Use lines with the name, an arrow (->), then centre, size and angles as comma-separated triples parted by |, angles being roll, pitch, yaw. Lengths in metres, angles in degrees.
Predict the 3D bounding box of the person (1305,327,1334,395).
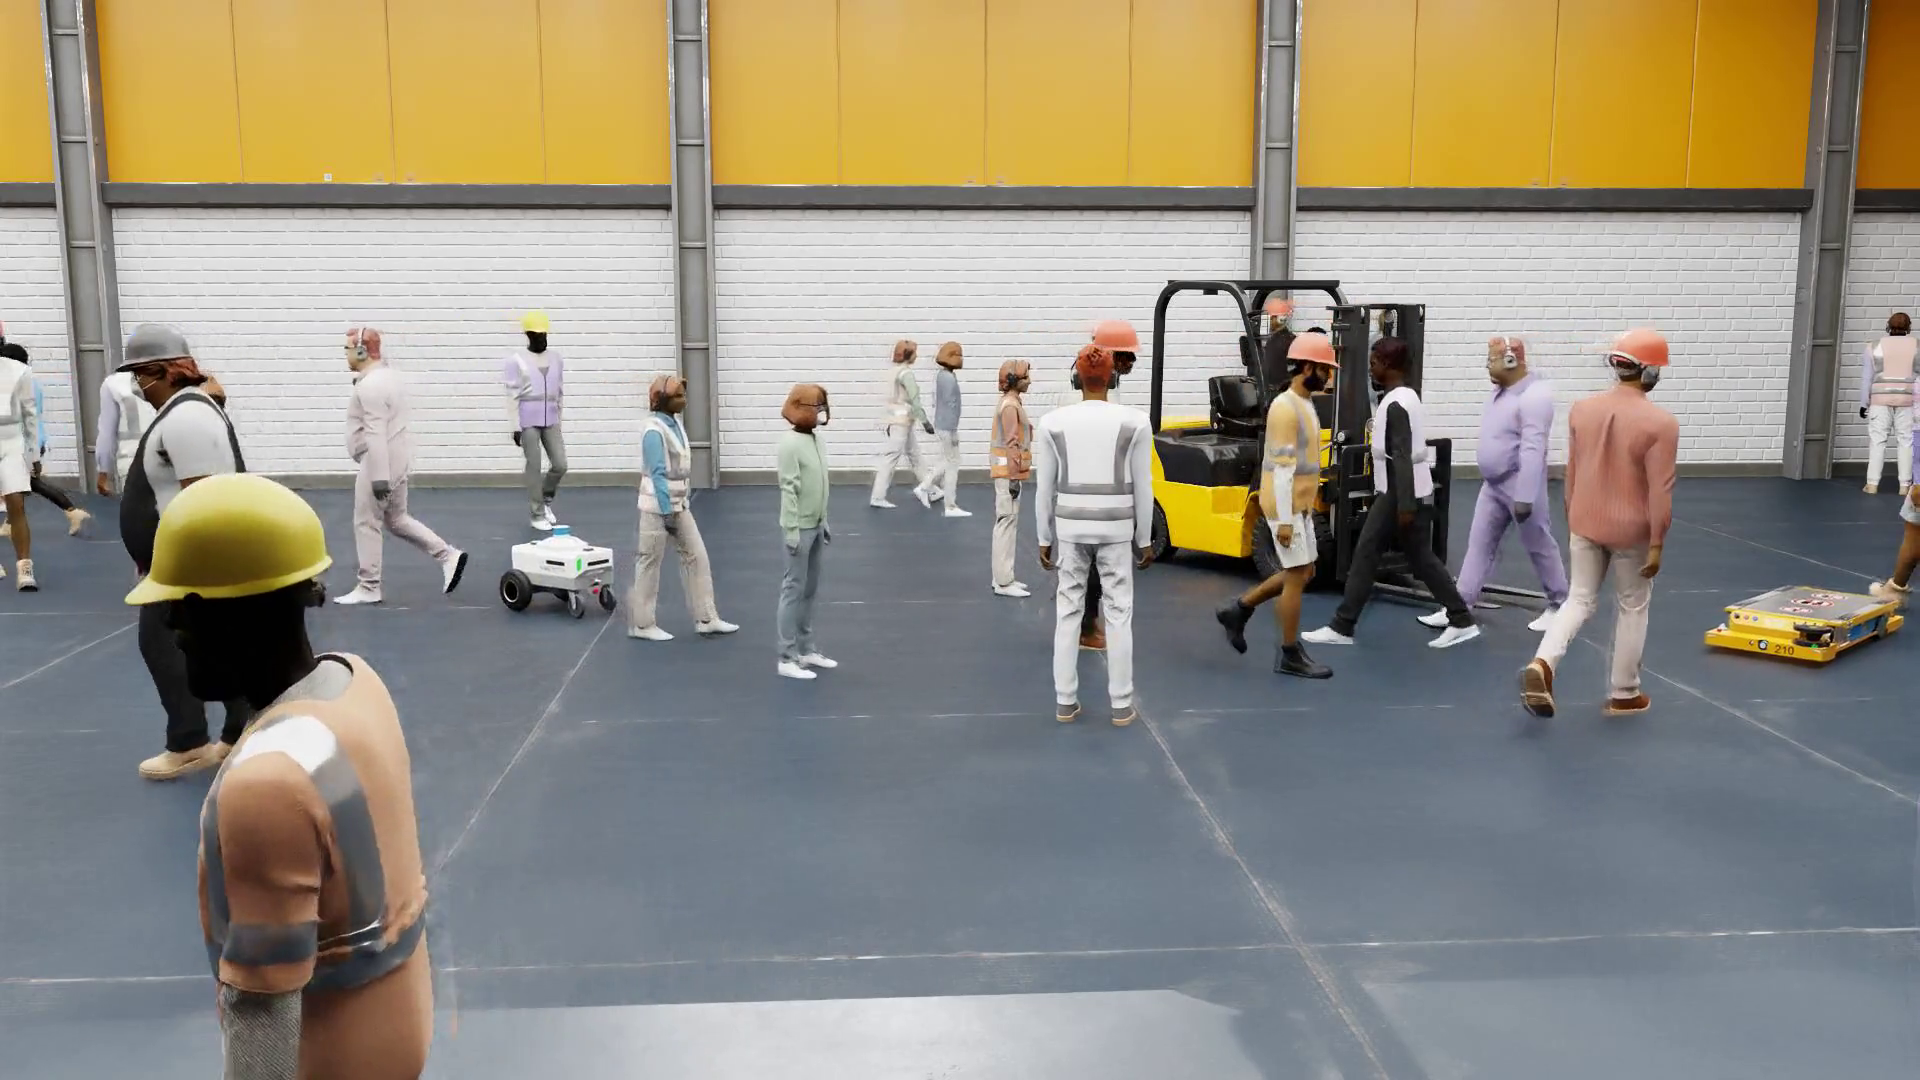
person -> 3.551, -1.303, 16.805 | 0.321, 1.698, 0.537 | -8, 12, -42

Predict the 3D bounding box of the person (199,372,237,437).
person -> -4.638, -0.254, 10.506 | 0.538, 1.605, 0.560 | -1, 9, -3

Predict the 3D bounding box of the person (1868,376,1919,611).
person -> 6.271, -0.452, 10.562 | 0.628, 1.987, 1.077 | -1, 9, -6

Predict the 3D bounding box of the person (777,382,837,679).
person -> -0.852, -0.059, 9.206 | 0.268, 1.631, 0.507 | 3, 9, 17

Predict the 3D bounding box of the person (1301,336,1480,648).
person -> 2.627, -0.275, 9.887 | 1.017, 1.866, 0.611 | 3, 10, 18

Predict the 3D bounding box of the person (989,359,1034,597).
person -> 0.355, -0.431, 11.522 | 0.310, 1.638, 0.523 | 0, 9, -1

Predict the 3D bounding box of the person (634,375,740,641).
person -> -1.659, -0.175, 9.971 | 0.728, 1.607, 0.549 | 2, 9, 11

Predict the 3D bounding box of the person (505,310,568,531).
person -> -3.638, -1.026, 14.398 | 0.596, 1.910, 0.411 | -9, 13, -44

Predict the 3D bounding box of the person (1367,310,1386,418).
person -> 4.068, -1.335, 16.416 | 0.536, 1.904, 0.695 | 0, 9, -3

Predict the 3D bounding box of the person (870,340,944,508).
person -> -0.475, -1.092, 15.810 | 0.859, 1.590, 0.528 | -2, 9, -11

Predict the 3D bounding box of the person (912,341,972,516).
person -> -0.143, -1.006, 15.213 | 0.440, 1.621, 0.500 | -1, 9, -9

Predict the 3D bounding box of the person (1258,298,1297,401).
person -> 3.204, -1.440, 16.786 | 0.471, 1.976, 0.656 | -2, 9, -11

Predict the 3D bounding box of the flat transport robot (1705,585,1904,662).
flat transport robot -> 5.129, 0.484, 10.056 | 1.431, 0.197, 0.652 | -9, 13, -44

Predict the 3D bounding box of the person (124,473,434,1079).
person -> -1.068, 0.839, 2.679 | 0.417, 1.909, 0.625 | -2, 9, -10

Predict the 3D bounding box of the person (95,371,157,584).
person -> -5.323, -0.475, 11.011 | 0.883, 1.899, 0.625 | 7, 12, 39

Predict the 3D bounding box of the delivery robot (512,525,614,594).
delivery robot -> -2.619, 0.148, 10.966 | 0.707, 0.478, 0.477 | 7, 11, 35

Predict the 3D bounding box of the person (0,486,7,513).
person -> -9.172, -1.177, 15.384 | 0.643, 1.905, 0.399 | -2, 9, -15

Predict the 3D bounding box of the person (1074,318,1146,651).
person -> 0.846, -0.306, 9.726 | 0.492, 1.967, 0.665 | 3, 9, 16

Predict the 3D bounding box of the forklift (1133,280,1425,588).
forklift -> 2.301, -0.860, 12.475 | 1.214, 2.155, 2.313 | -6, 11, -35

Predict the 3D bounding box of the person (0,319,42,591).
person -> -6.869, -0.644, 11.817 | 0.623, 1.996, 1.048 | -6, 11, -35

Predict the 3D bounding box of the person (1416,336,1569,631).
person -> 3.378, -0.330, 10.245 | 1.026, 1.842, 0.664 | -2, 9, -12

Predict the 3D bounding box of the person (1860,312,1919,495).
person -> 9.441, -1.376, 16.824 | 0.619, 1.845, 0.430 | 4, 10, 23

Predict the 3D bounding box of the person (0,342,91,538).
person -> -7.755, -0.820, 13.900 | 0.826, 1.667, 0.531 | -1, 9, -8

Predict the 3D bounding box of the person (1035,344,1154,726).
person -> 0.660, -0.020, 8.199 | 0.578, 1.879, 0.349 | 2, 9, 13

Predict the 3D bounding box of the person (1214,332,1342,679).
person -> 1.770, -0.196, 9.219 | 0.633, 1.911, 0.581 | 4, 10, 26

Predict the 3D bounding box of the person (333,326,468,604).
person -> -3.814, -0.499, 11.220 | 0.798, 1.880, 0.654 | -1, 9, -7

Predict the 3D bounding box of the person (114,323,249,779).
person -> -3.460, 0.023, 7.414 | 0.650, 2.000, 0.701 | -2, 9, -14

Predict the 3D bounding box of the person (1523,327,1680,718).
person -> 3.169, -0.060, 8.163 | 0.821, 1.967, 0.617 | -7, 12, -39
